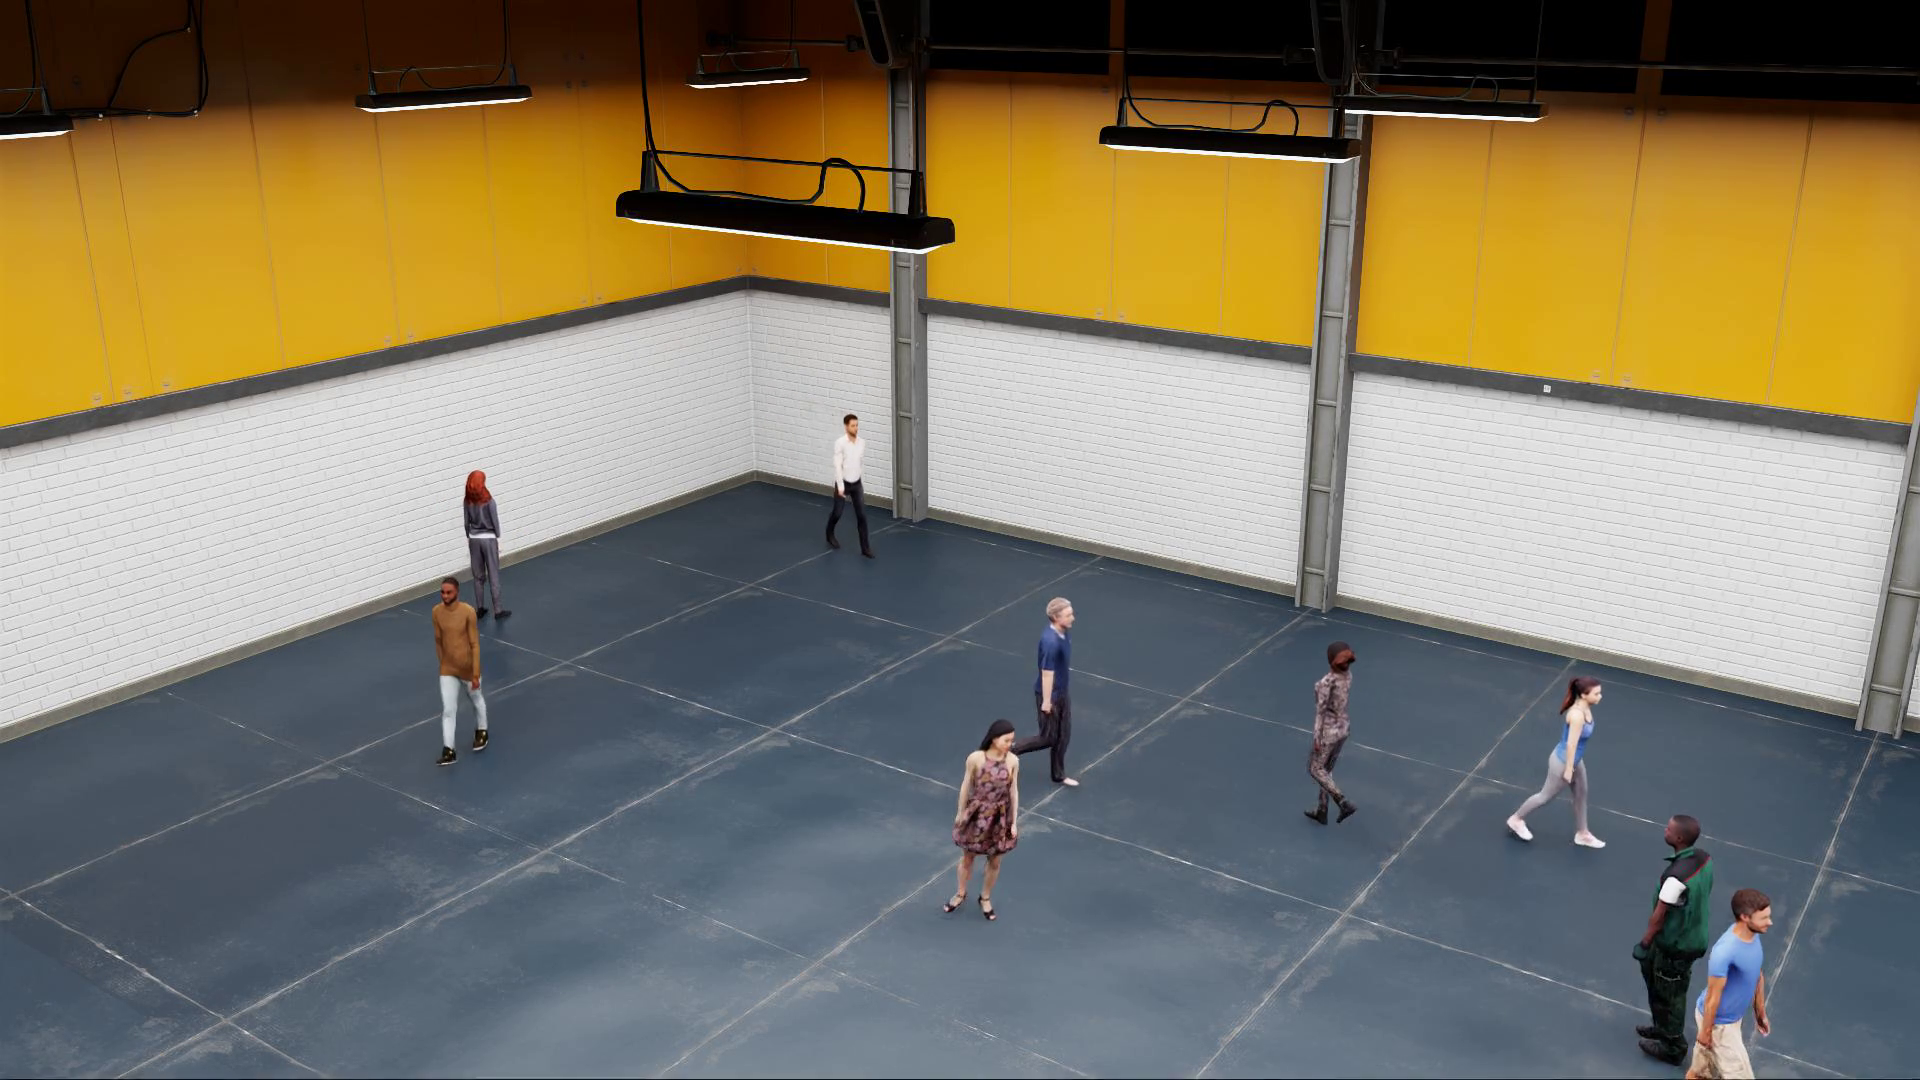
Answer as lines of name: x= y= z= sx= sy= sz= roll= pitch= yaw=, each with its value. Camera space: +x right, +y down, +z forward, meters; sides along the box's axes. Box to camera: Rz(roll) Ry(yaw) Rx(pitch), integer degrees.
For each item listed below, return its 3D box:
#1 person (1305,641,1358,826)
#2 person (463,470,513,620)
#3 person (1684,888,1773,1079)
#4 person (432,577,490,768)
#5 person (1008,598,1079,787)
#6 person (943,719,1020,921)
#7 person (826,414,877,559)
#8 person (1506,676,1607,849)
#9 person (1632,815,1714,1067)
person: x=3.278 y=1.712 z=14.375 sx=0.705 sy=1.698 sz=0.862 roll=-16 pitch=24 yaw=-39
person: x=-5.493 y=0.049 z=19.187 sx=0.539 sy=1.779 sz=0.694 roll=5 pitch=19 yaw=15
person: x=4.698 y=2.964 z=10.431 sx=0.891 sy=1.841 sz=0.683 roll=15 pitch=24 yaw=38
person: x=-4.695 y=1.189 z=15.805 sx=1.112 sy=1.776 sz=1.036 roll=2 pitch=19 yaw=5
person: x=0.750 y=1.390 z=15.098 sx=1.032 sy=1.847 sz=0.836 roll=6 pitch=19 yaw=17
person: x=0.174 y=2.182 z=12.914 sx=0.835 sy=1.740 sz=0.919 roll=3 pitch=19 yaw=8
person: x=-1.494 y=-0.708 z=21.344 sx=0.944 sy=1.836 sz=1.271 roll=-13 pitch=22 yaw=-33
person: x=5.074 y=1.875 z=14.101 sx=1.036 sy=1.563 sz=0.597 roll=11 pitch=22 yaw=30
person: x=4.898 y=2.728 z=11.162 sx=0.676 sy=1.822 sz=0.692 roll=15 pitch=23 yaw=37
